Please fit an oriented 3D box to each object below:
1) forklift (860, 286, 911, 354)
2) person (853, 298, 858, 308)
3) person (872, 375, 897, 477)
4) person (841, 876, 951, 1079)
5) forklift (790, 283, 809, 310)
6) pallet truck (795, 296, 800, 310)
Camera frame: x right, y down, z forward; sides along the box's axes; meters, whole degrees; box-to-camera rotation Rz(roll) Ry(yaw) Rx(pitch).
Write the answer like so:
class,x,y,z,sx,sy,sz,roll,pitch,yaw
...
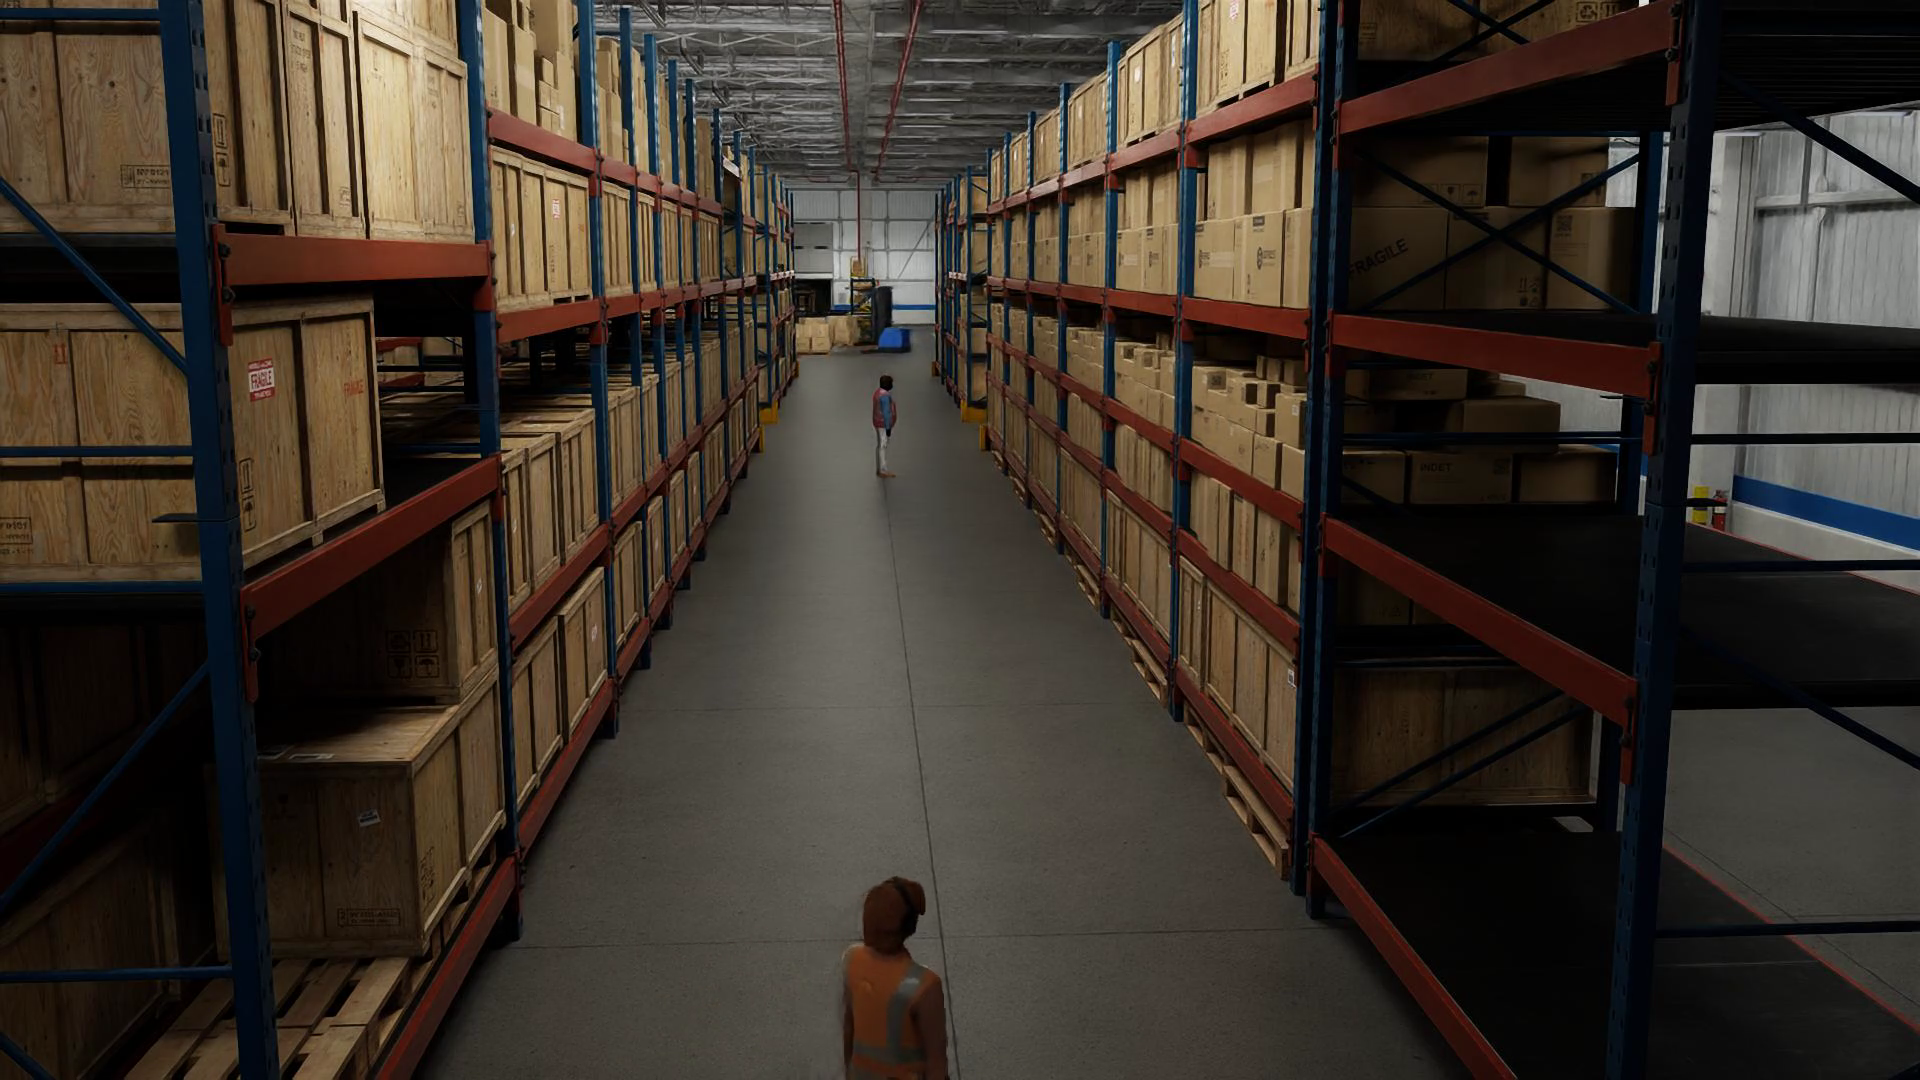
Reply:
class,x,y,z,sx,sy,sz,roll,pitch,yaw
forklift,-3.090,-9.148,69.113,1.873,2.768,1.129,3,10,19
person,-5.770,-12.250,90.527,0.883,1.901,0.559,9,13,43
person,-1.346,-2.036,29.766,0.429,1.836,0.632,-3,10,-15
person,-0.297,2.037,6.048,0.547,1.618,0.528,-8,13,-41
forklift,-7.724,-10.941,79.820,1.129,2.768,1.873,-3,10,-20
pallet truck,-8.622,-12.439,91.403,1.885,1.965,0.823,2,10,13
